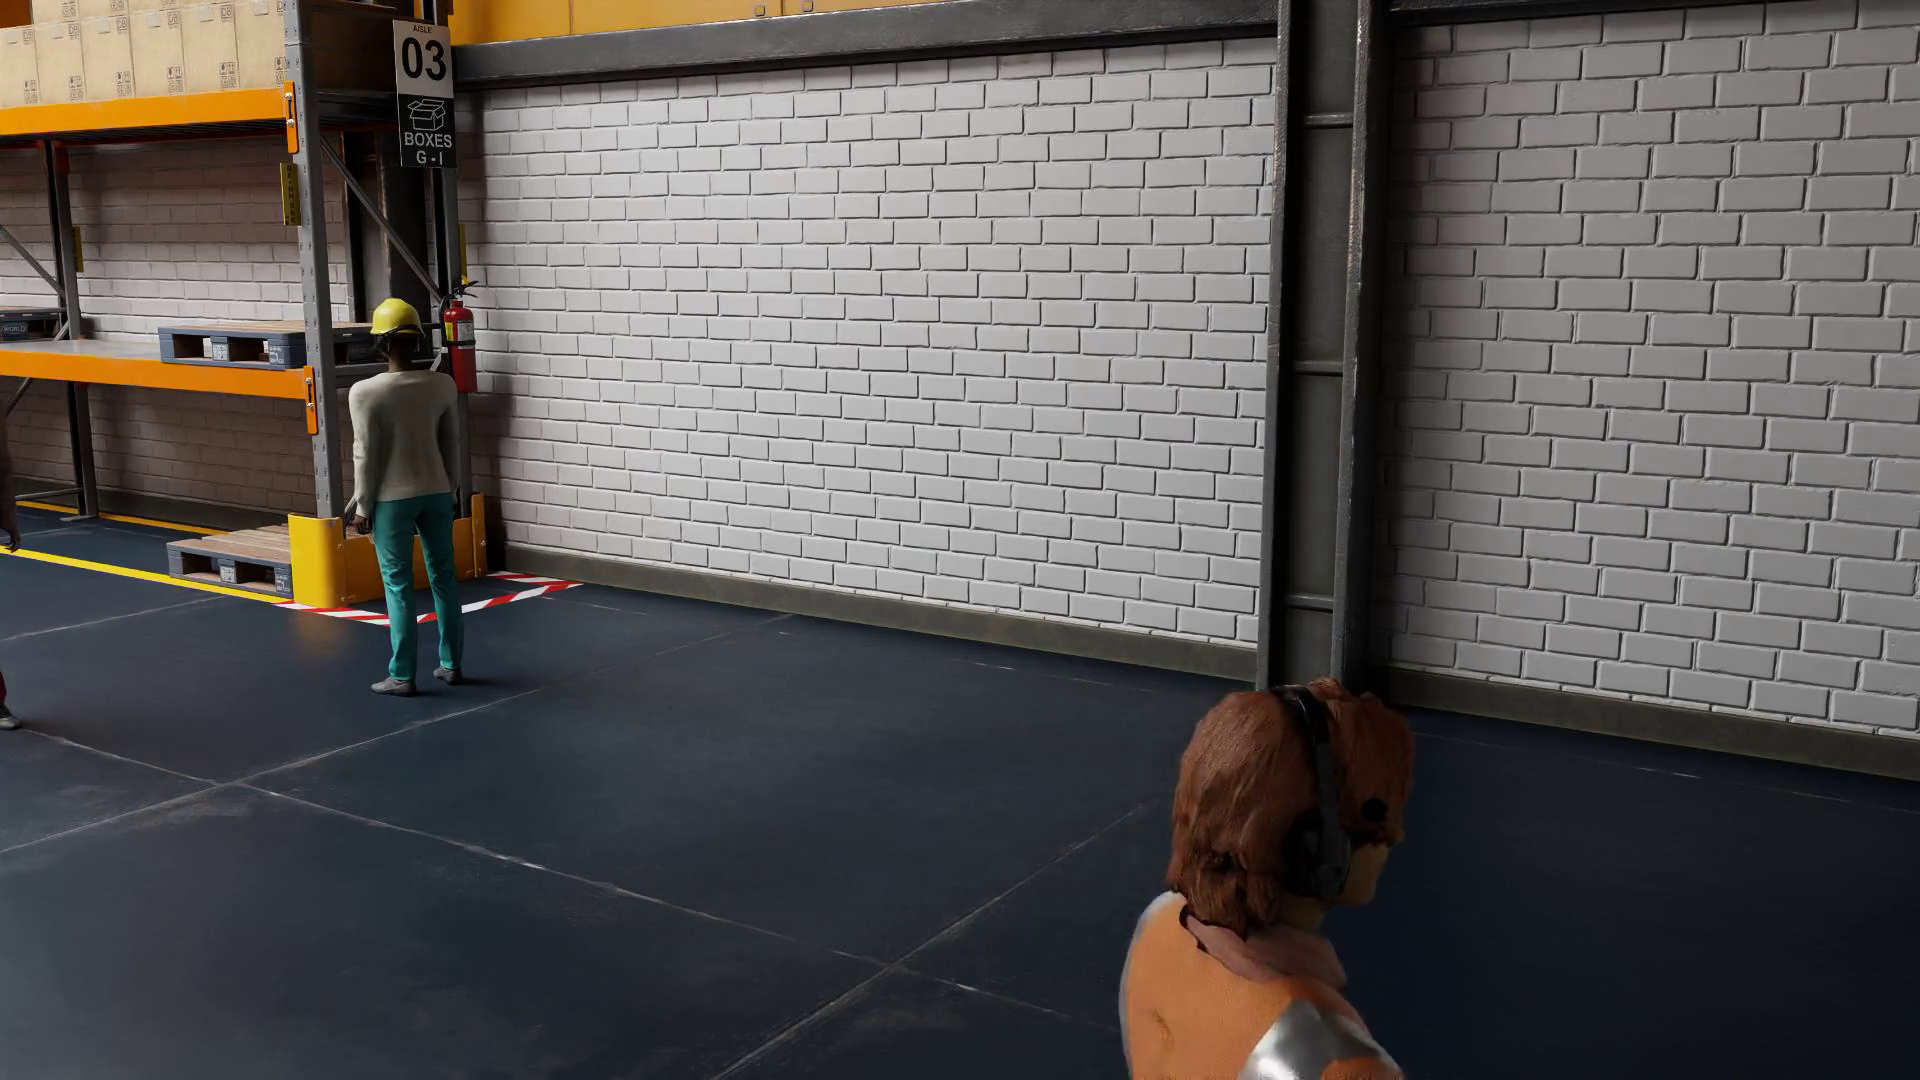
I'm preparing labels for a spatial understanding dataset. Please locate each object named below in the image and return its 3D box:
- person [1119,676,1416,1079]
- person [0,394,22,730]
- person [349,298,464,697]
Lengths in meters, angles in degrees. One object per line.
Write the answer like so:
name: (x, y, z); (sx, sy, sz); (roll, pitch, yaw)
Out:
person: (0.262, 0.923, 1.734); (0.837, 1.603, 0.526); (-3, 11, -16)
person: (-4.090, -0.060, 6.723); (0.528, 1.767, 0.329); (-9, 14, -42)
person: (-2.460, -0.184, 7.411); (0.308, 1.769, 0.524); (8, 13, 39)
